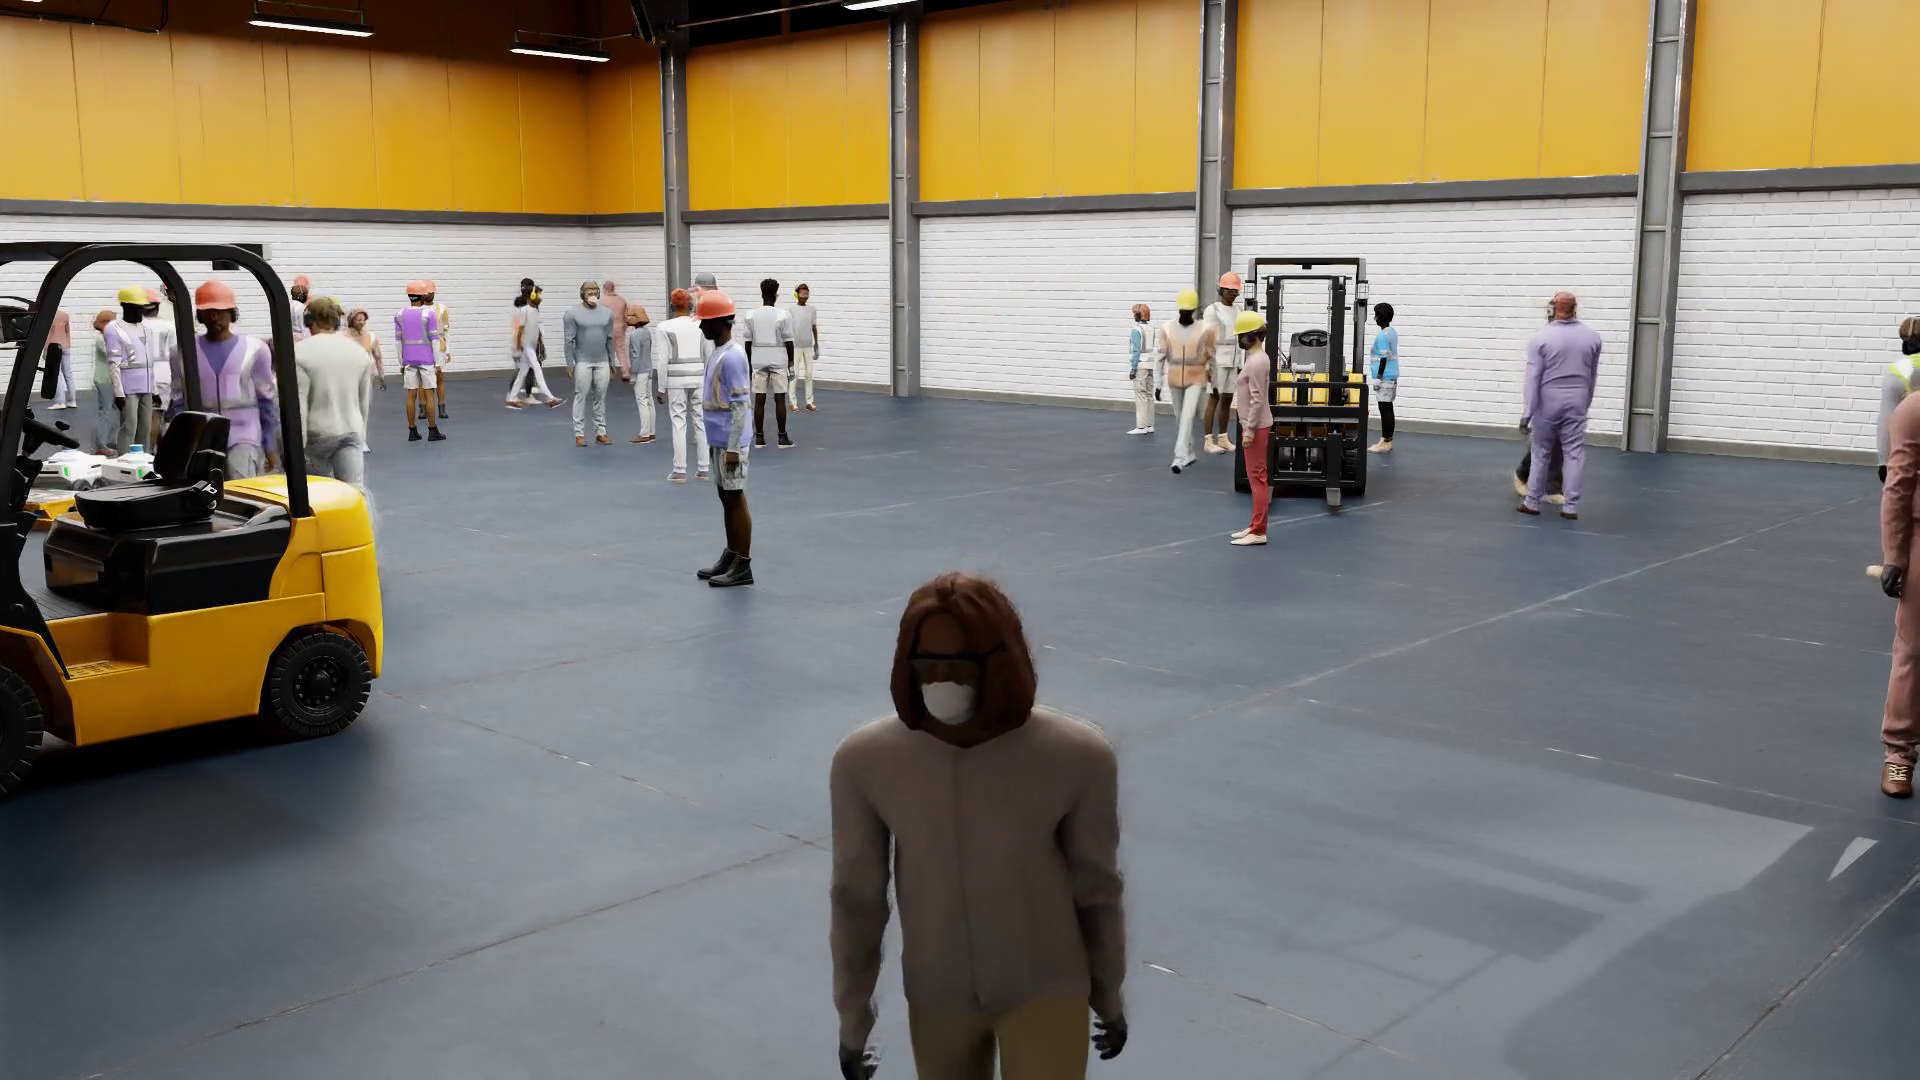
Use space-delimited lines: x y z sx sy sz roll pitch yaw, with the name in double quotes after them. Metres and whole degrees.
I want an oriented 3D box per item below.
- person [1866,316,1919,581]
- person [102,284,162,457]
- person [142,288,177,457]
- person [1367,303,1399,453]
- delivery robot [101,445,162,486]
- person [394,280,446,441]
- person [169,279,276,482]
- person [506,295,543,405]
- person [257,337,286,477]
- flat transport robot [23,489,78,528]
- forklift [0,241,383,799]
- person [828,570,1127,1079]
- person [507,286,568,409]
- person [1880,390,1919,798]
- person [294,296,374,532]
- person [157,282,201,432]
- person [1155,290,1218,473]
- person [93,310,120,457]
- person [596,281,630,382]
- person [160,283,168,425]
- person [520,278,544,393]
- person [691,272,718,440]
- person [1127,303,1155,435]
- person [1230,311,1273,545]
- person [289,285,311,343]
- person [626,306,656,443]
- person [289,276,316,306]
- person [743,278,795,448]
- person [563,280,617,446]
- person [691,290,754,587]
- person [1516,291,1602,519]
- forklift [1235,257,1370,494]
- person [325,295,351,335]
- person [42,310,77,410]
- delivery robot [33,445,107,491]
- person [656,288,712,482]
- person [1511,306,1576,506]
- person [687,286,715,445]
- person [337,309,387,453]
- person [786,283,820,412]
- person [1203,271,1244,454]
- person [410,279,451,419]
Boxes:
6.243 -0.541 10.659 0.663 1.783 0.923 -1 9 -9 "person"
-7.705 -1.418 15.556 0.365 1.927 0.587 2 9 10 "person"
-8.375 -1.678 17.321 0.547 1.878 1.026 -1 9 -4 "person"
4.784 -1.827 18.772 0.321 1.694 0.529 4 10 25 "person"
-7.075 -0.579 14.317 0.707 0.478 0.477 7 12 37 "delivery robot"
-6.502 -2.153 20.028 0.542 1.938 0.358 1 9 7 "person"
-4.704 -0.661 10.678 0.611 2.020 0.847 -2 9 -13 "person"
-6.681 -2.887 25.352 0.372 1.674 0.588 -7 12 -36 "person"
-4.793 -0.649 11.853 0.879 1.595 0.500 0 9 -3 "person"
-7.632 -0.276 13.615 1.431 0.197 0.652 4 10 24 "flat transport robot"
-3.706 -0.171 7.093 1.214 2.155 2.313 9 13 43 "forklift"
0.025 0.824 2.887 0.508 1.576 0.828 2 9 12 "person"
-6.273 -2.826 24.541 0.992 1.810 0.544 1 9 8 "person"
3.927 0.075 6.459 0.639 1.911 0.406 3 10 16 "person"
-4.266 -0.682 11.192 1.067 1.880 0.648 8 12 40 "person"
-9.988 -2.377 21.227 0.625 1.992 0.388 -8 12 -39 "person"
2.314 -1.625 17.046 0.605 1.859 0.994 4 10 21 "person"
-9.369 -1.719 18.357 0.495 1.618 0.502 -5 10 -26 "person"
-6.425 -3.843 30.650 0.658 1.859 0.969 -7 12 -37 "person"
-10.401 -2.493 22.139 0.645 1.924 0.663 6 11 33 "person"
-7.166 -3.413 27.815 0.391 1.919 0.593 -5 10 -27 "person"
-3.100 -2.229 20.181 0.537 2.000 0.683 -1 9 -5 "person"
2.278 -2.135 20.827 0.312 1.639 0.518 6 11 32 "person"
2.186 -0.835 12.501 0.327 1.760 0.523 2 9 12 "person"
-9.934 -2.917 25.049 0.628 1.836 0.430 9 13 43 "person"
-3.810 -1.967 19.816 0.285 1.634 0.499 2 9 11 "person"
-10.738 -3.320 27.157 0.618 1.941 1.015 3 10 19 "person"
-2.192 -2.033 19.203 0.607 1.965 0.367 2 9 10 "person"
-4.332 -2.070 19.522 0.635 1.936 0.354 -7 11 -35 "person"
-1.548 -0.657 10.876 0.376 1.932 0.543 -3 10 -19 "person"
4.965 -1.122 13.882 0.667 1.906 0.508 -1 9 -4 "person"
3.309 -1.629 16.029 1.214 2.155 2.313 2 9 11 "forklift"
-8.469 -2.476 22.652 0.487 1.717 0.775 -7 12 -39 "person"
-13.340 -2.801 24.531 0.330 1.765 0.533 2 9 11 "person"
-7.726 -0.599 14.442 0.477 0.478 0.707 0 9 0 "delivery robot"
-2.675 -1.497 16.176 0.575 1.883 0.362 -5 11 -30 "person"
5.189 -1.221 14.649 0.532 1.829 0.523 -5 10 -26 "person"
-2.979 -2.034 19.505 0.434 1.880 0.653 -6 11 -33 "person"
-6.701 -1.778 18.681 0.683 1.612 0.538 9 13 44 "person"
-2.287 -2.796 24.208 0.533 1.861 0.325 -5 11 -29 "person"
2.991 -1.983 18.674 0.610 2.040 0.394 -8 12 -40 "person"
-7.319 -2.635 22.987 0.552 1.934 0.363 -4 10 -22 "person"
